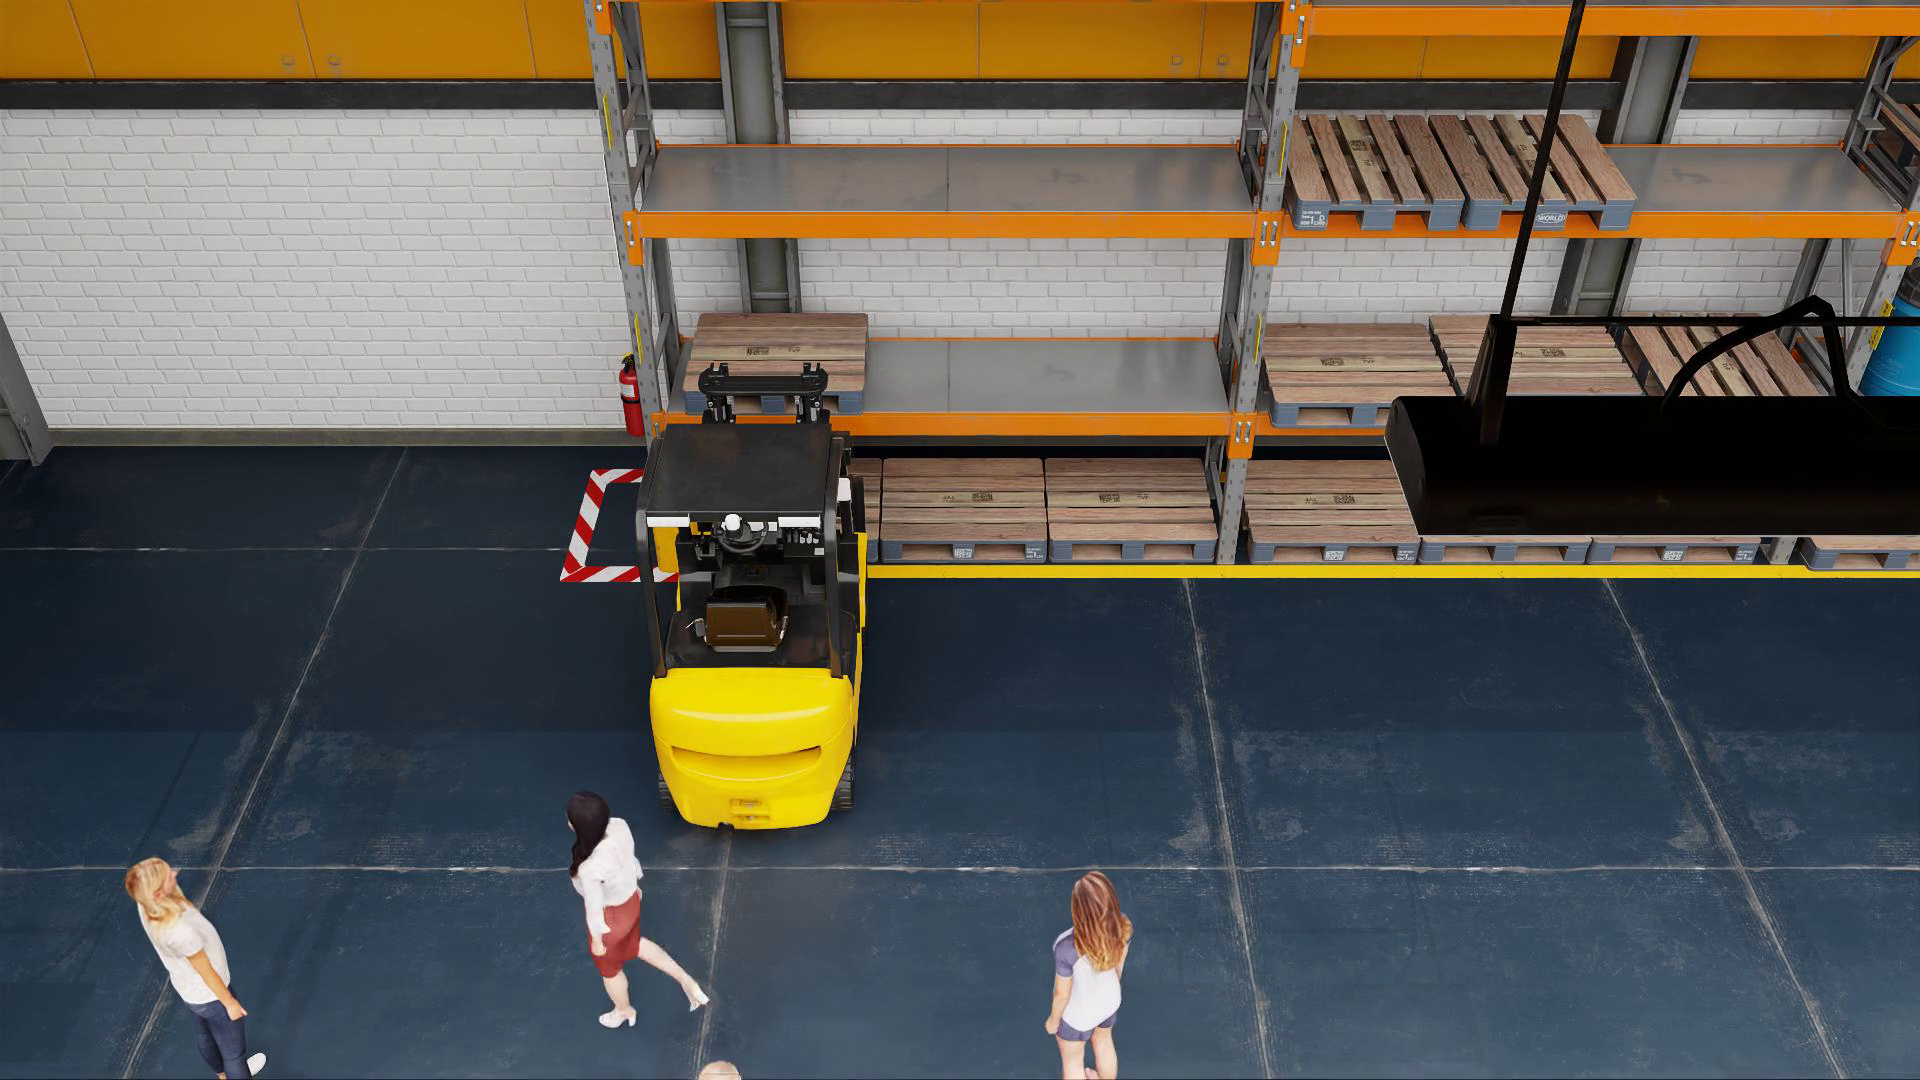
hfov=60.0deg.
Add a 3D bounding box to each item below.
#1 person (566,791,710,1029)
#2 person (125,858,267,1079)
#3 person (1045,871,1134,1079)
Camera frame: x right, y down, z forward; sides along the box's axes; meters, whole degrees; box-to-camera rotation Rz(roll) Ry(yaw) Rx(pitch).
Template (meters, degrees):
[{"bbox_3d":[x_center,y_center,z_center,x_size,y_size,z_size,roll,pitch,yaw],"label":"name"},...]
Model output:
[{"bbox_3d":[-1.671,1.942,8.413,0.916,1.738,0.724,8,39,10],"label":"person"},{"bbox_3d":[-3.678,2.173,8.066,0.641,1.809,0.719,28,46,31],"label":"person"},{"bbox_3d":[0.621,2.244,8.041,0.661,1.729,0.752,-24,44,-27],"label":"person"}]
